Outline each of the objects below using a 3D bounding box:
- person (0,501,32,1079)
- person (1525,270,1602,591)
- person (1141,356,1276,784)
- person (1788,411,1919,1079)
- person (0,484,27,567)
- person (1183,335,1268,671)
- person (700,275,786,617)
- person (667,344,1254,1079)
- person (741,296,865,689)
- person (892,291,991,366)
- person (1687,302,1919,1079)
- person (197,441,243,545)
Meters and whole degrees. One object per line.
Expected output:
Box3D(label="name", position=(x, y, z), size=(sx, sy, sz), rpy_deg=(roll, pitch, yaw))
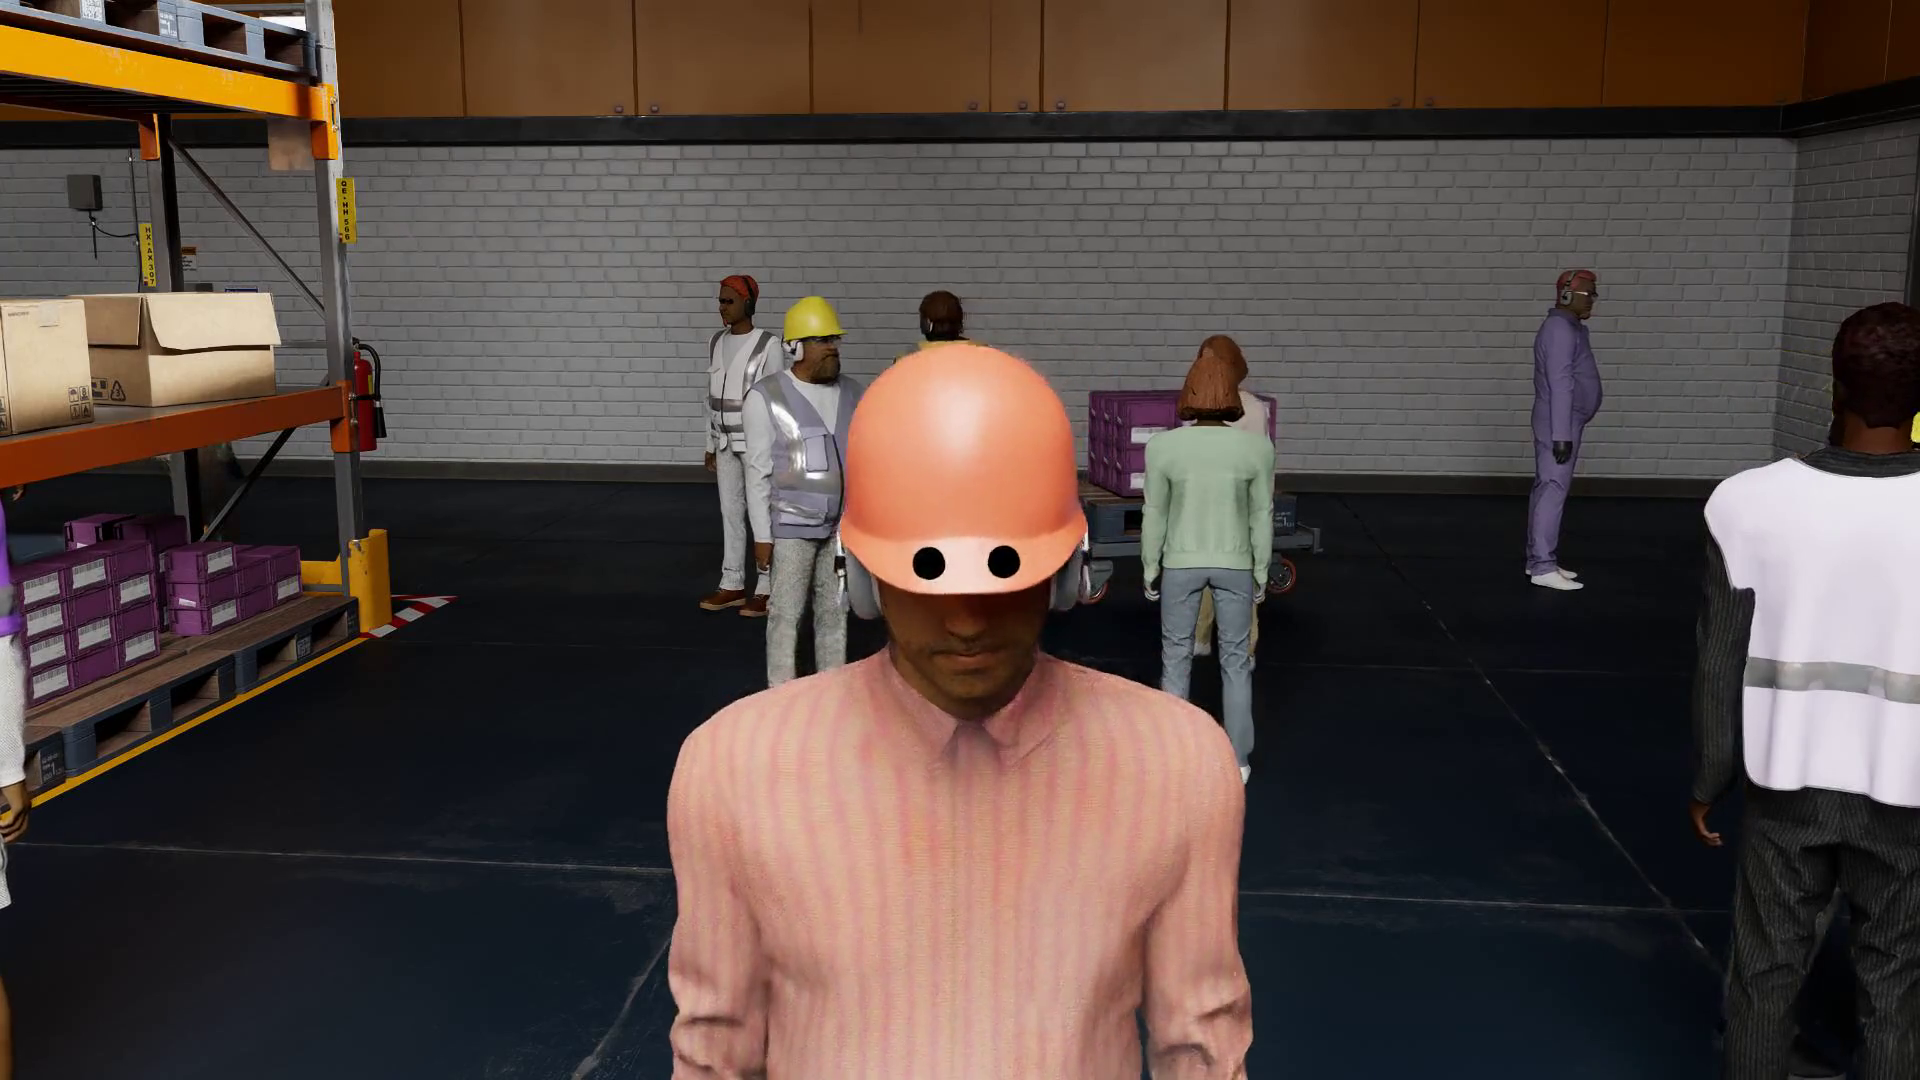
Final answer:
Box3D(label="person", position=(-2.233, 0.465, 3.453), size=(0.548, 1.934, 0.376), rpy_deg=(-4, 11, -22))
Box3D(label="person", position=(3.639, -0.663, 10.009), size=(0.399, 1.903, 0.644), rpy_deg=(3, 10, 17))
Box3D(label="person", position=(0.936, 0.121, 6.320), size=(0.497, 1.626, 0.288), rpy_deg=(1, 10, 5))
Box3D(label="person", position=(2.181, 0.462, 3.858), size=(0.648, 1.793, 0.684), rpy_deg=(-7, 12, -33))
Box3D(label="person", position=(-4.879, -0.375, 8.086), size=(0.617, 1.993, 0.396), rpy_deg=(-3, 10, -18))
Box3D(label="person", position=(1.245, -0.180, 8.022), size=(0.288, 1.629, 0.501), rpy_deg=(-9, 14, -43))
Box3D(label="person", position=(-1.208, -0.518, 9.231), size=(0.573, 1.883, 0.356), rpy_deg=(8, 12, 37))
Box3D(label="person", position=(-0.007, 0.748, 1.838), size=(0.623, 1.949, 0.978), rpy_deg=(-1, 10, -7))
Box3D(label="person", position=(-0.597, -0.074, 6.817), size=(0.597, 1.836, 0.404), rpy_deg=(-8, 13, -39))
Box3D(label="person", position=(-0.080, -0.347, 8.446), size=(0.617, 1.812, 0.735), rpy_deg=(-2, 10, -12))
Box3D(label="person", position=(1.775, 0.494, 3.326), size=(0.596, 1.921, 0.385), rpy_deg=(6, 11, 30))
Box3D(label="person", position=(-4.355, -0.476, 9.763), size=(0.639, 1.613, 0.570), rpy_deg=(-6, 12, -32))
